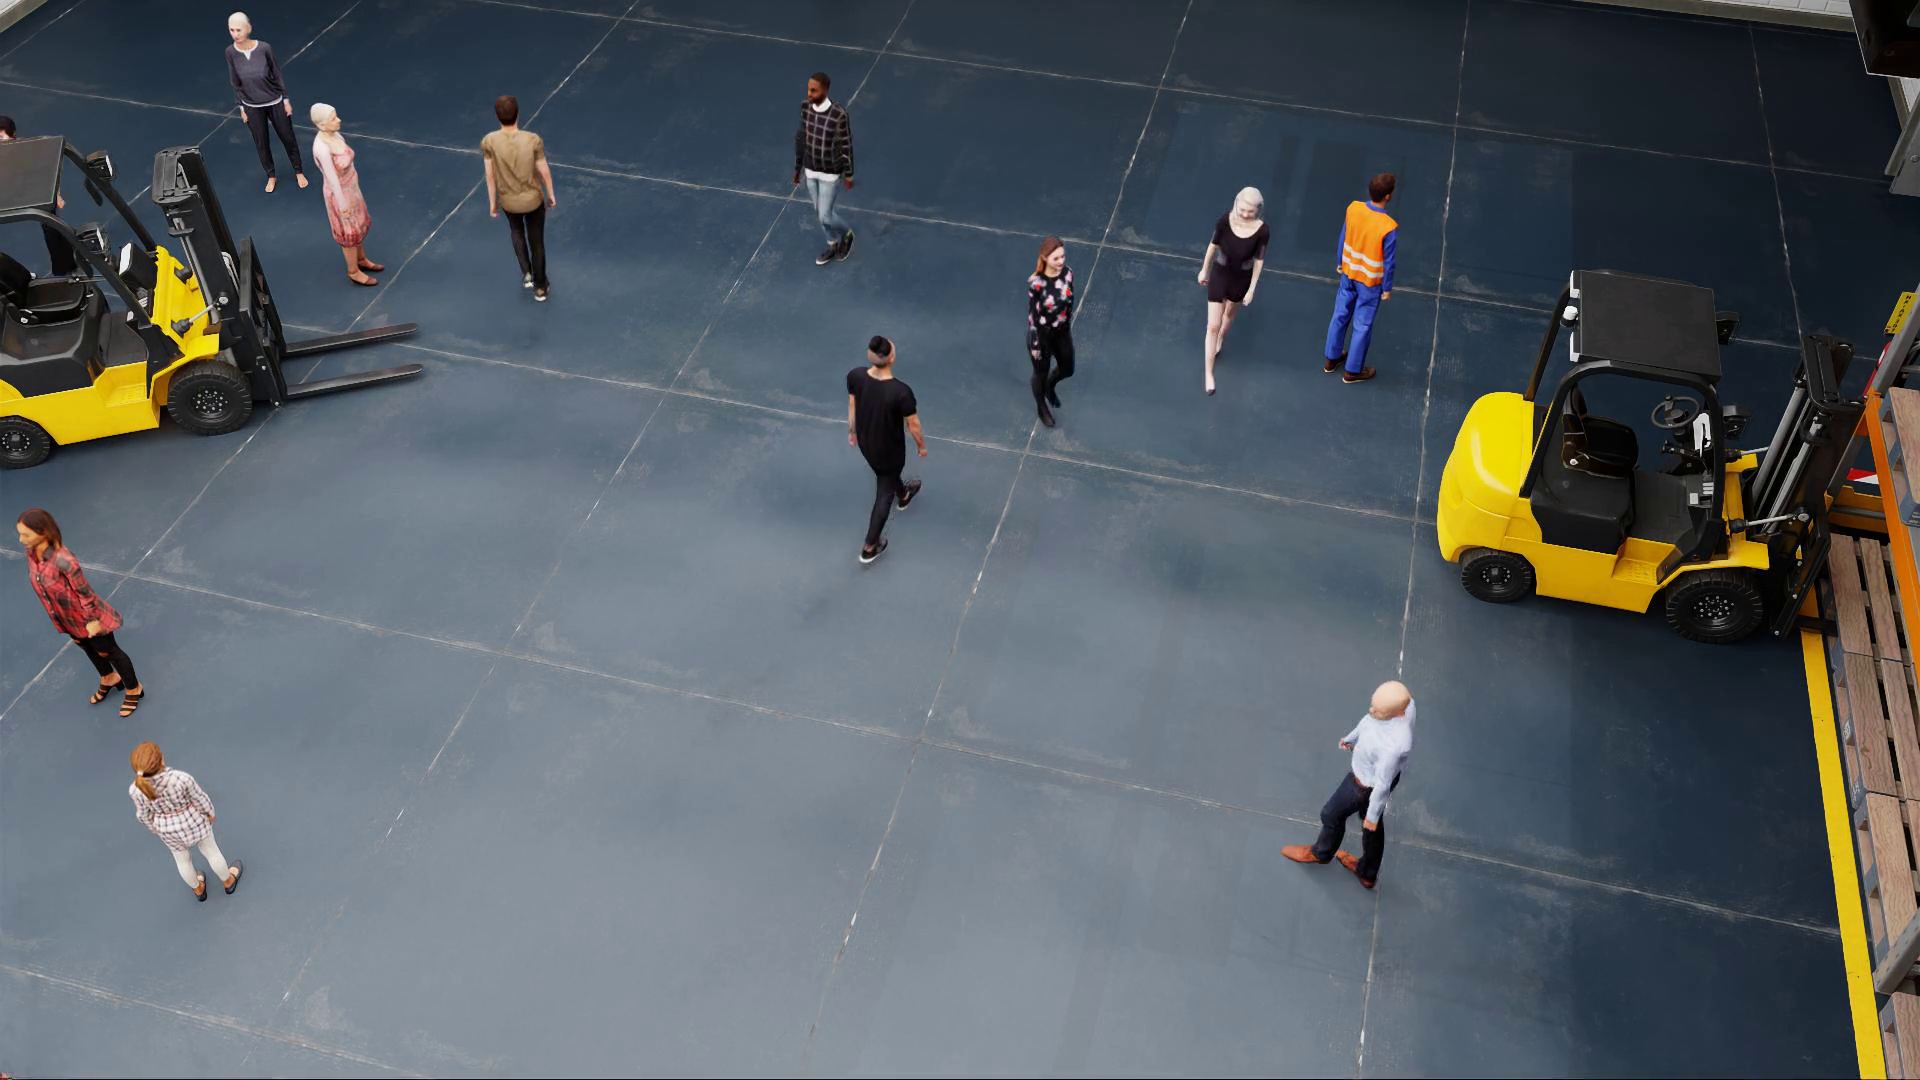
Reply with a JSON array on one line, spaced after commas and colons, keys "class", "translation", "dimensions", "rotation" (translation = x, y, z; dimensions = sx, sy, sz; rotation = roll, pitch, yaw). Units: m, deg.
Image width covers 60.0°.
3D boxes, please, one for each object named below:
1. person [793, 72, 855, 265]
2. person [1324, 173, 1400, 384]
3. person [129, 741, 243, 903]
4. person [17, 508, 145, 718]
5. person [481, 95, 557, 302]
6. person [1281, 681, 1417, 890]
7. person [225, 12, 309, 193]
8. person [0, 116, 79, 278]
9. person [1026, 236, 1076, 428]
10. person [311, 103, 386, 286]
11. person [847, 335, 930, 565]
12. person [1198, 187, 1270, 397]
[{"class": "person", "translation": [-1.112, -3.232, 14.369], "dimensions": [0.791, 1.808, 0.820], "rotation": [28, 50, 26]}, {"class": "person", "translation": [3.182, -2.075, 13.115], "dimensions": [0.819, 1.864, 0.793], "rotation": [-29, 51, -27]}, {"class": "person", "translation": [-4.517, 1.631, 9.625], "dimensions": [0.612, 1.311, 0.638], "rotation": [-11, 45, -11]}, {"class": "person", "translation": [-5.613, 0.449, 10.582], "dimensions": [0.652, 1.703, 0.613], "rotation": [19, 47, 19]}, {"class": "person", "translation": [-3.670, -2.792, 13.885], "dimensions": [0.792, 1.839, 0.780], "rotation": [-4, 44, -4]}, {"class": "person", "translation": [2.404, 1.423, 9.517], "dimensions": [0.876, 1.762, 0.848], "rotation": [27, 50, 26]}, {"class": "person", "translation": [-6.399, -4.037, 15.275], "dimensions": [0.692, 1.726, 0.698], "rotation": [-12, 45, -12]}, {"class": "person", "translation": [-7.871, -2.959, 14.255], "dimensions": [0.600, 1.571, 0.918], "rotation": [9, 44, 10]}, {"class": "person", "translation": [0.639, -1.635, 12.790], "dimensions": [0.710, 1.675, 0.769], "rotation": [-22, 48, -21]}, {"class": "person", "translation": [-5.263, -2.950, 14.159], "dimensions": [0.732, 1.690, 0.617], "rotation": [-4, 44, -4]}, {"class": "person", "translation": [-0.566, -0.633, 11.637], "dimensions": [0.951, 1.815, 1.242], "rotation": [25, 49, 24]}, {"class": "person", "translation": [2.160, -2.098, 13.201], "dimensions": [0.746, 1.778, 1.161], "rotation": [8, 44, 8]}]
